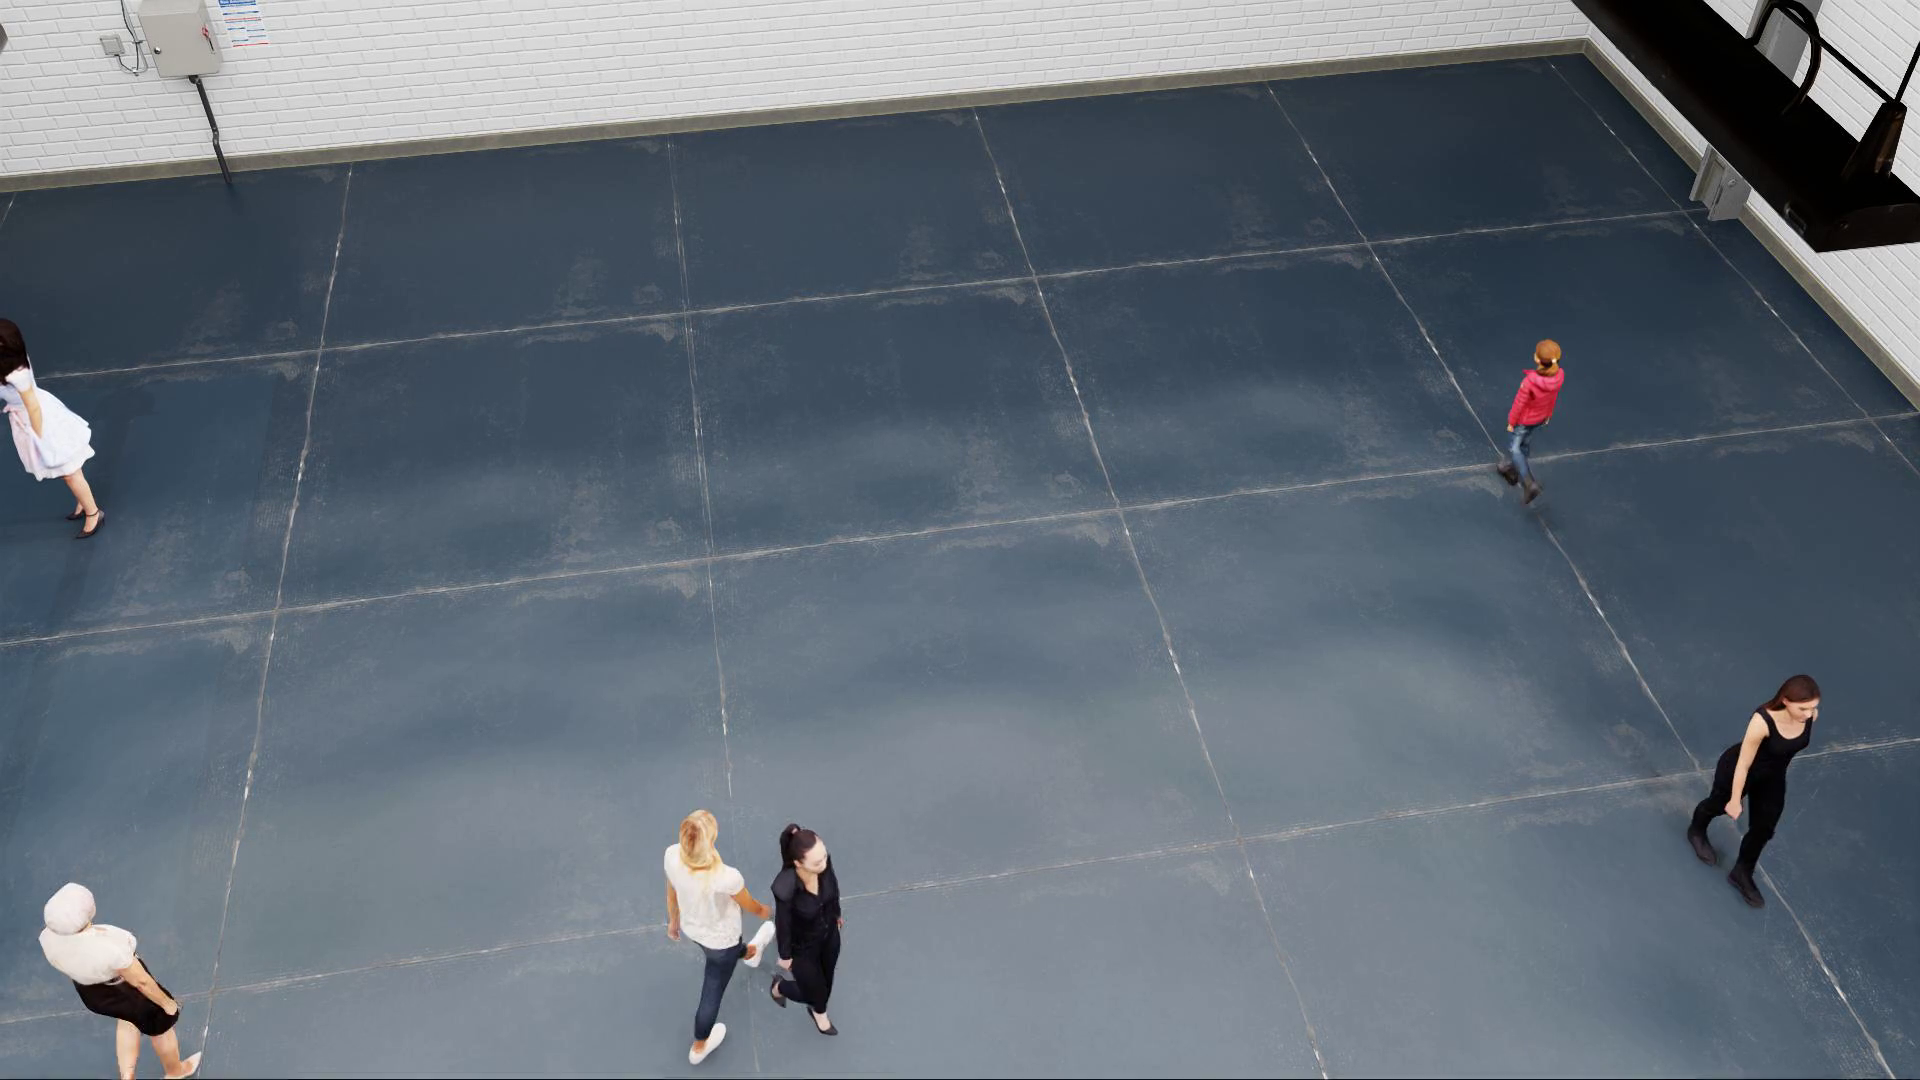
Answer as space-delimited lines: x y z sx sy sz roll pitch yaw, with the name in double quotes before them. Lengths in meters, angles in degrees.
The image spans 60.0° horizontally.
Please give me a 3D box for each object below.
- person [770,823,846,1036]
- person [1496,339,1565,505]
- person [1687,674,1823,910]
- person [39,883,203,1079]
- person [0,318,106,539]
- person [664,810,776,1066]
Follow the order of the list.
"person" -0.835 2.025 8.576 0.846 1.702 0.786 27 50 25
"person" 4.104 -0.828 11.860 0.627 1.303 0.825 -17 46 -17
"person" 4.426 1.268 9.397 0.645 1.666 0.853 -11 45 -11
"person" -4.194 2.330 8.228 0.808 1.740 0.918 9 44 9
"person" -6.309 -0.778 11.431 0.881 1.822 0.801 -25 49 -24
"person" -1.316 2.079 8.466 1.055 1.775 1.119 25 49 24
